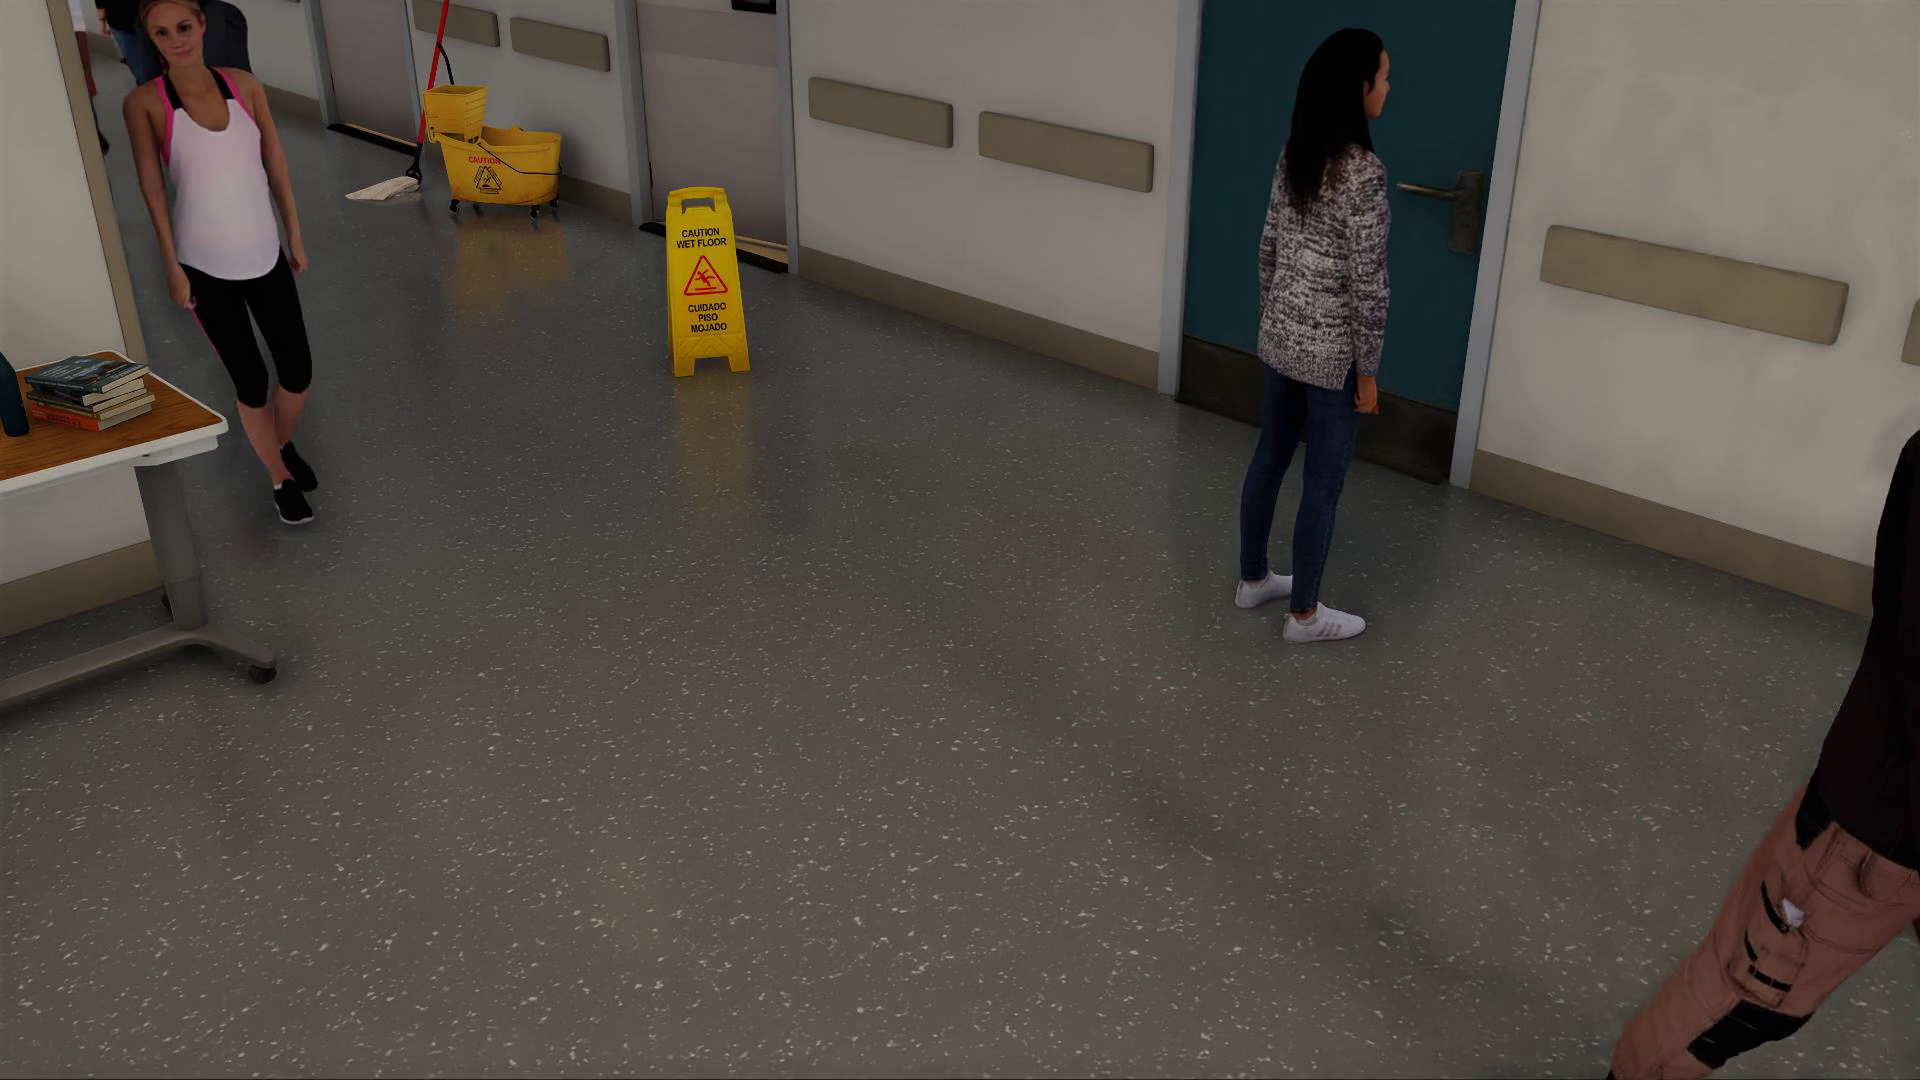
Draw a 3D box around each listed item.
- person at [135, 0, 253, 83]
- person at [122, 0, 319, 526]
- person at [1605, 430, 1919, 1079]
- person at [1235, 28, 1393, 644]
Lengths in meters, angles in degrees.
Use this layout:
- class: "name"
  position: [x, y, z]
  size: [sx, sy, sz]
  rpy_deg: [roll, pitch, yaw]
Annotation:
- class: "person"
  position: [-3.521, -1.934, 7.769]
  size: [1.039, 1.563, 1.191]
  rpy_deg: [-5, 26, -10]
- class: "person"
  position: [-2.381, -0.889, 5.366]
  size: [0.652, 1.766, 0.685]
  rpy_deg: [-20, 32, -36]
- class: "person"
  position: [1.424, 0.395, 2.582]
  size: [0.953, 1.872, 1.311]
  rpy_deg: [-13, 29, -25]
- class: "person"
  position: [1.007, -0.559, 4.722]
  size: [0.742, 1.731, 0.577]
  rpy_deg: [-12, 28, -23]
